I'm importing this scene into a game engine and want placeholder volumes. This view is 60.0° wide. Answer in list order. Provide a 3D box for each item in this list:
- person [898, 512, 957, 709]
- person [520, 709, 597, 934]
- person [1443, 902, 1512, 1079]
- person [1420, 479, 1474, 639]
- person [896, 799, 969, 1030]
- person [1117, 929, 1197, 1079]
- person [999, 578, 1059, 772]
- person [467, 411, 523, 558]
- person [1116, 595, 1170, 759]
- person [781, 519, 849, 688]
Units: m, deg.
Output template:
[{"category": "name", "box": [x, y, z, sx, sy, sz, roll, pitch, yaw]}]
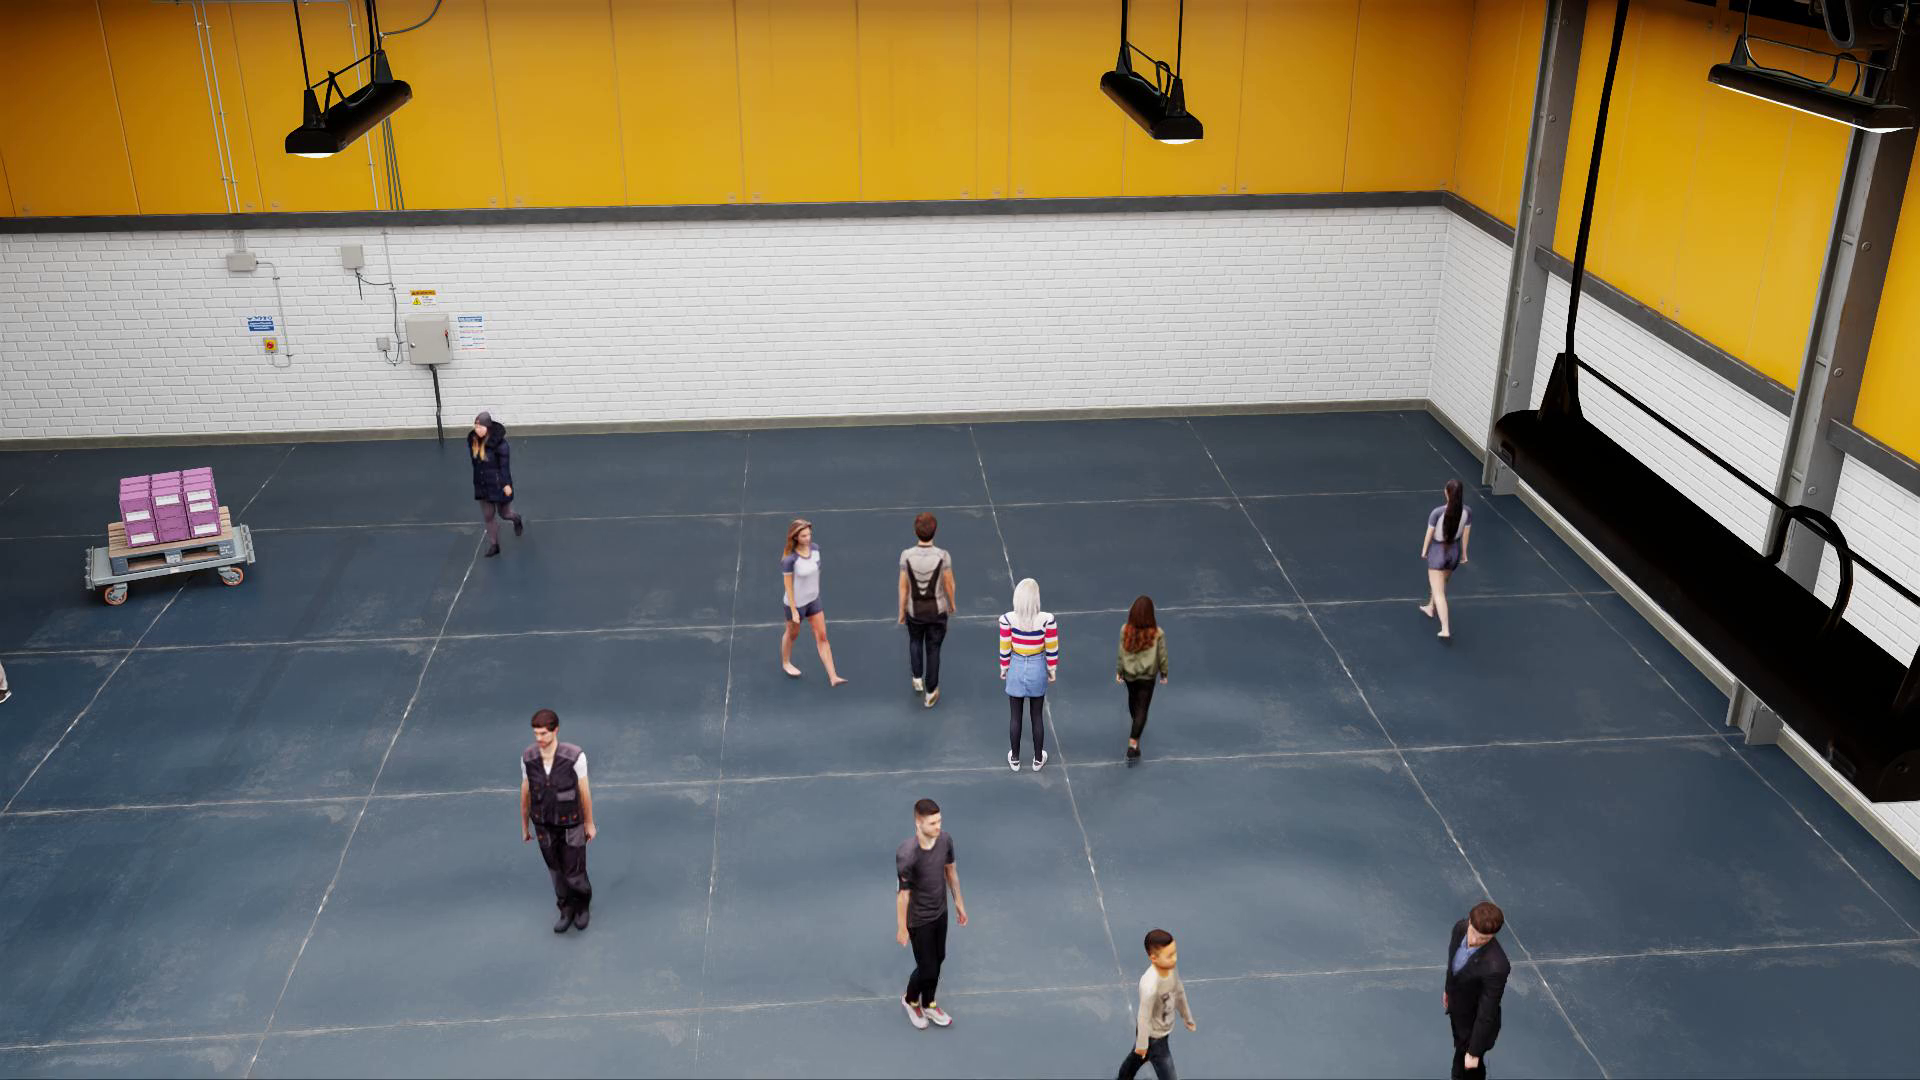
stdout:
[{"category": "person", "box": [-0.305, 0.676, 15.222, 0.736, 1.879, 0.831, 2, 24, 4]}, {"category": "person", "box": [-2.901, 2.021, 12.199, 0.733, 1.835, 0.700, 3, 24, 7]}, {"category": "person", "box": [3.136, 2.910, 10.158, 0.857, 1.843, 0.562, 2, 24, 5]}, {"category": "person", "box": [4.870, 0.209, 16.622, 0.667, 1.613, 1.031, -4, 24, -10]}, {"category": "person", "box": [-0.274, 2.495, 11.223, 0.814, 1.750, 0.759, 20, 31, 38]}, {"category": "person", "box": [1.155, 3.035, 10.384, 0.917, 1.431, 0.986, 11, 26, 23]}, {"category": "person", "box": [0.574, 1.143, 14.242, 0.687, 1.809, 0.569, 2, 24, 4]}, {"category": "person", "box": [-5.154, -0.649, 18.523, 0.876, 1.663, 1.046, 8, 25, 17]}, {"category": "person", "box": [1.560, 1.216, 14.530, 0.884, 1.443, 1.098, 9, 25, 19]}, {"category": "person", "box": [-1.553, 0.584, 15.689, 1.020, 1.673, 1.148, -21, 31, -40]}]
